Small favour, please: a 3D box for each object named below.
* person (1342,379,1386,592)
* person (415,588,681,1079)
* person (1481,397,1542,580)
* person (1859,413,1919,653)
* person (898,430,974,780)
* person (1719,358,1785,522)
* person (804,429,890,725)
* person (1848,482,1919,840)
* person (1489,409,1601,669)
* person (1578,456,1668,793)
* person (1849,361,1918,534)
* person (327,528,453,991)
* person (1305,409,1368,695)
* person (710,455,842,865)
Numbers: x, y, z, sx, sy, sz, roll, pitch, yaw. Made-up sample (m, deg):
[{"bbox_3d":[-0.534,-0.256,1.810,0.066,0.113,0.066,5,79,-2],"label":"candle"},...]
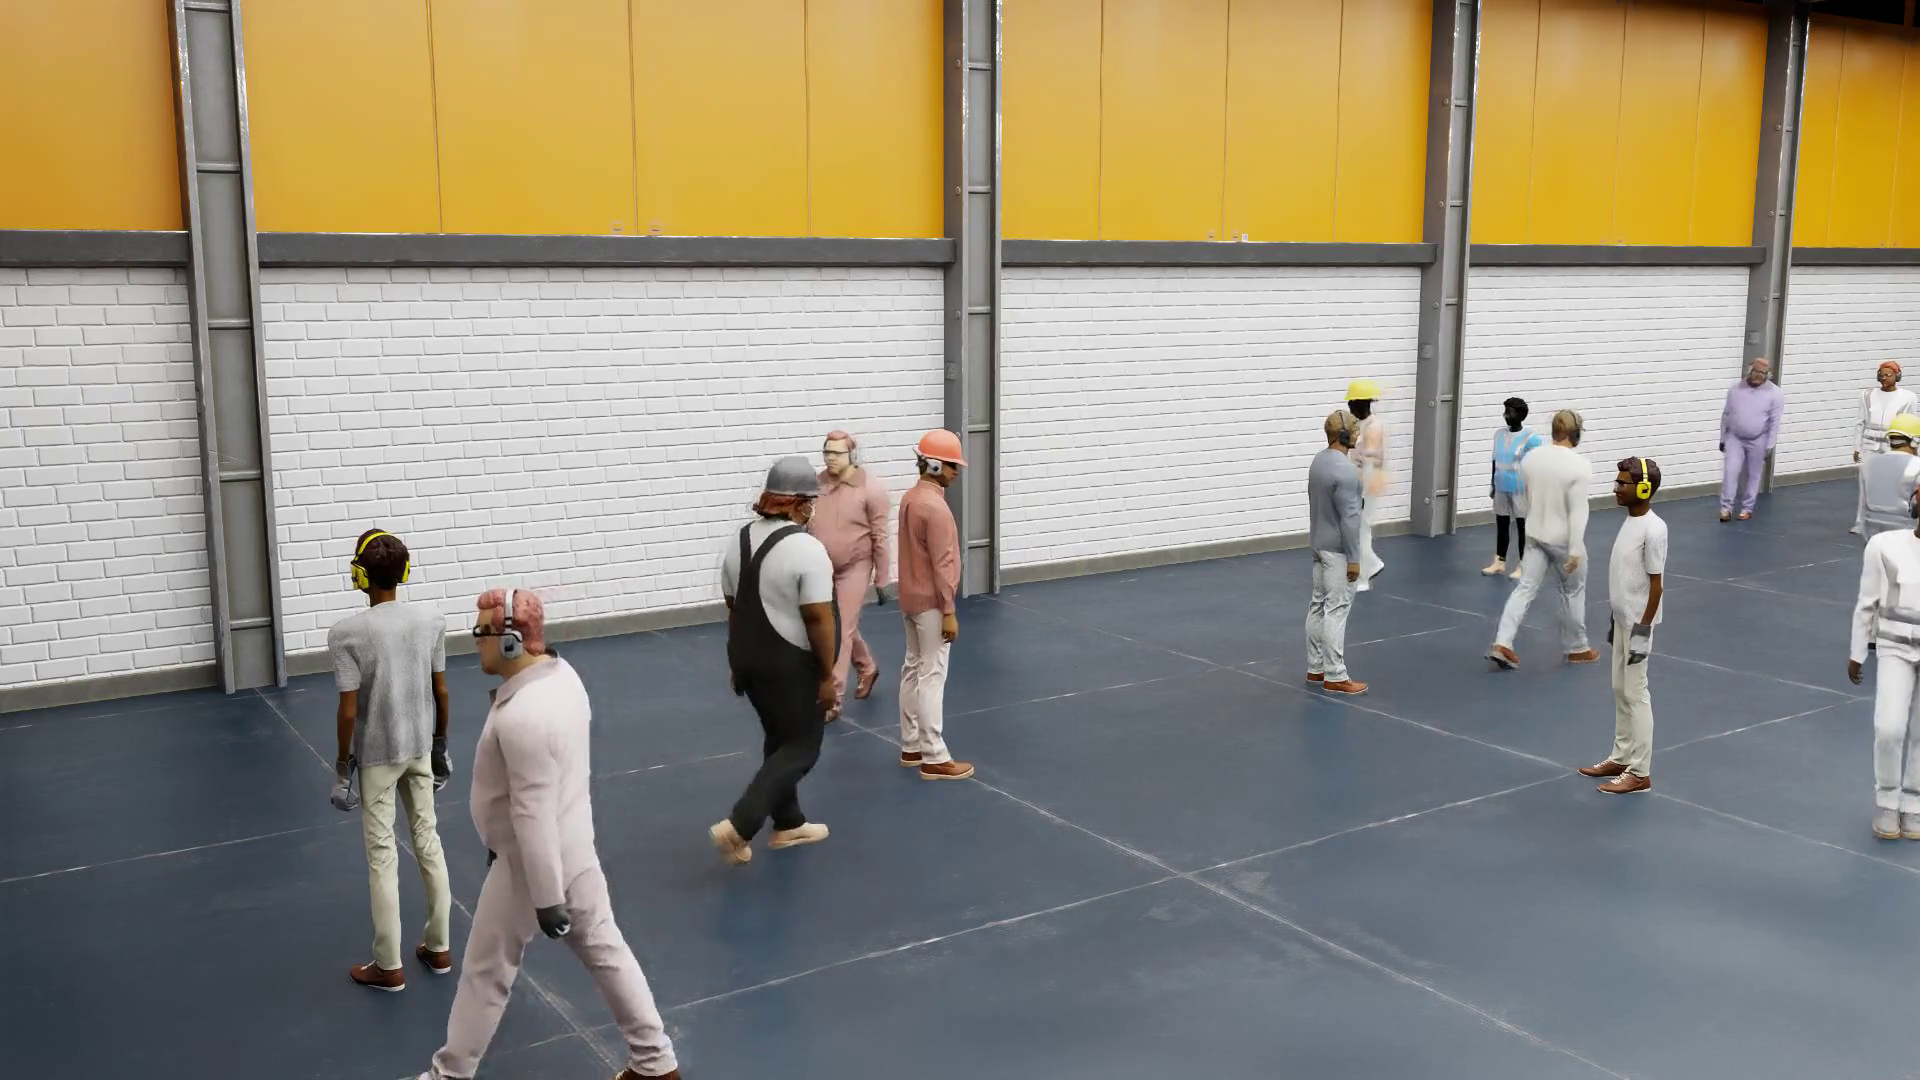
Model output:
[{"bbox_3d":[3.545,-0.472,14.732,0.412,1.912,0.591,0,9,-3],"label":"person"},{"bbox_3d":[-1.459,1.065,5.685,1.023,1.850,0.646,0,9,3],"label":"person"},{"bbox_3d":[5.132,-0.480,15.430,0.321,1.696,0.537,-6,11,-30],"label":"person"},{"bbox_3d":[6.928,-0.022,12.310,0.404,1.827,0.611,-4,10,-22],"label":"person"},{"bbox_3d":[-0.154,0.362,9.494,0.400,1.984,0.610,-4,10,-20],"label":"person"},{"bbox_3d":[8.881,-1.110,18.733,0.677,1.863,0.805,7,12,37],"label":"person"},{"bbox_3d":[-0.756,0.200,10.811,0.647,1.869,0.965,5,11,30],"label":"person"},{"bbox_3d":[4.820,0.609,8.347,0.612,1.867,0.528,4,10,22],"label":"person"},{"bbox_3d":[4.235,0.001,11.959,0.990,1.904,0.639,-6,11,-31],"label":"person"},{"bbox_3d":[3.698,0.468,9.204,0.329,1.872,0.507,1,9,4],"label":"person"},{"bbox_3d":[9.931,-0.980,17.889,0.576,1.881,0.354,9,13,42],"label":"person"},{"bbox_3d":[-2.295,0.879,6.712,0.328,1.876,0.514,8,12,41],"label":"person"},{"bbox_3d":[2.567,0.081,11.329,0.372,1.940,0.631,-2,10,-10],"label":"person"},{"bbox_3d":[-0.908,0.577,8.029,0.773,2.000,0.713,-9,13,-43],"label":"person"}]
